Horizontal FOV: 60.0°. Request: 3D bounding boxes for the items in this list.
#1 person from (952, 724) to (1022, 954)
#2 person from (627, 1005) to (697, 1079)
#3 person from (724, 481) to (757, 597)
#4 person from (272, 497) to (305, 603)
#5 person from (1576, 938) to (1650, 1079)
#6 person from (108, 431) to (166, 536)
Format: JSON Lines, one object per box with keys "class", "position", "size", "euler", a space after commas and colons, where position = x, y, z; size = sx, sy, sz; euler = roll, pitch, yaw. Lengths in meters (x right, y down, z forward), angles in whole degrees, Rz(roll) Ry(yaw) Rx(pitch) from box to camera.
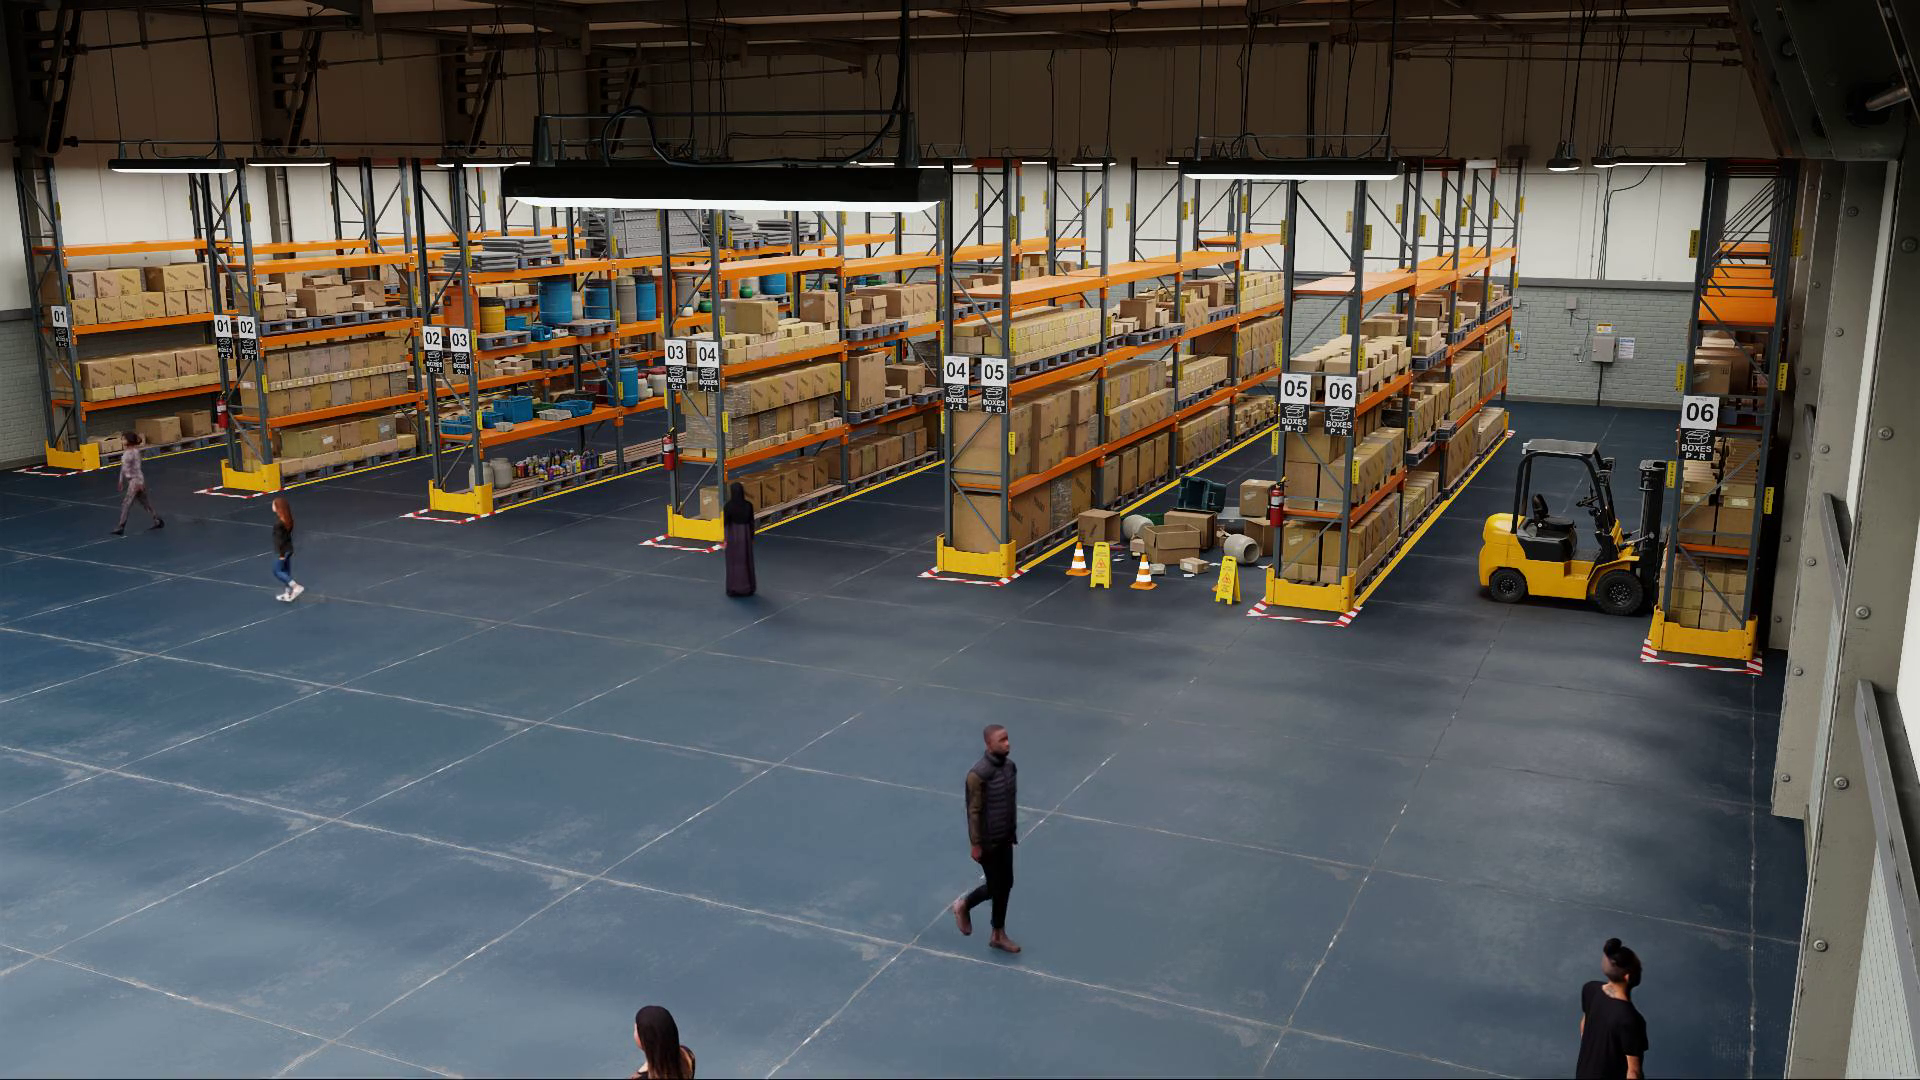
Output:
{"class": "person", "position": [0.197, 2.285, 12.848], "size": [0.883, 1.826, 0.860], "euler": [10, 17, 38]}
{"class": "person", "position": [-1.569, 3.271, 8.831], "size": [0.713, 1.718, 0.534], "euler": [5, 14, 21]}
{"class": "person", "position": [-3.102, -0.026, 23.297], "size": [0.721, 1.614, 0.781], "euler": [-5, 14, -20]}
{"class": "person", "position": [-9.253, 0.139, 22.900], "size": [0.746, 1.473, 0.700], "euler": [1, 13, 2]}
{"class": "person", "position": [3.638, 3.080, 9.334], "size": [0.835, 1.862, 0.733], "euler": [-2, 13, -10]}
{"class": "person", "position": [-13.304, -0.905, 26.992], "size": [0.807, 1.661, 1.210], "euler": [11, 17, 39]}
